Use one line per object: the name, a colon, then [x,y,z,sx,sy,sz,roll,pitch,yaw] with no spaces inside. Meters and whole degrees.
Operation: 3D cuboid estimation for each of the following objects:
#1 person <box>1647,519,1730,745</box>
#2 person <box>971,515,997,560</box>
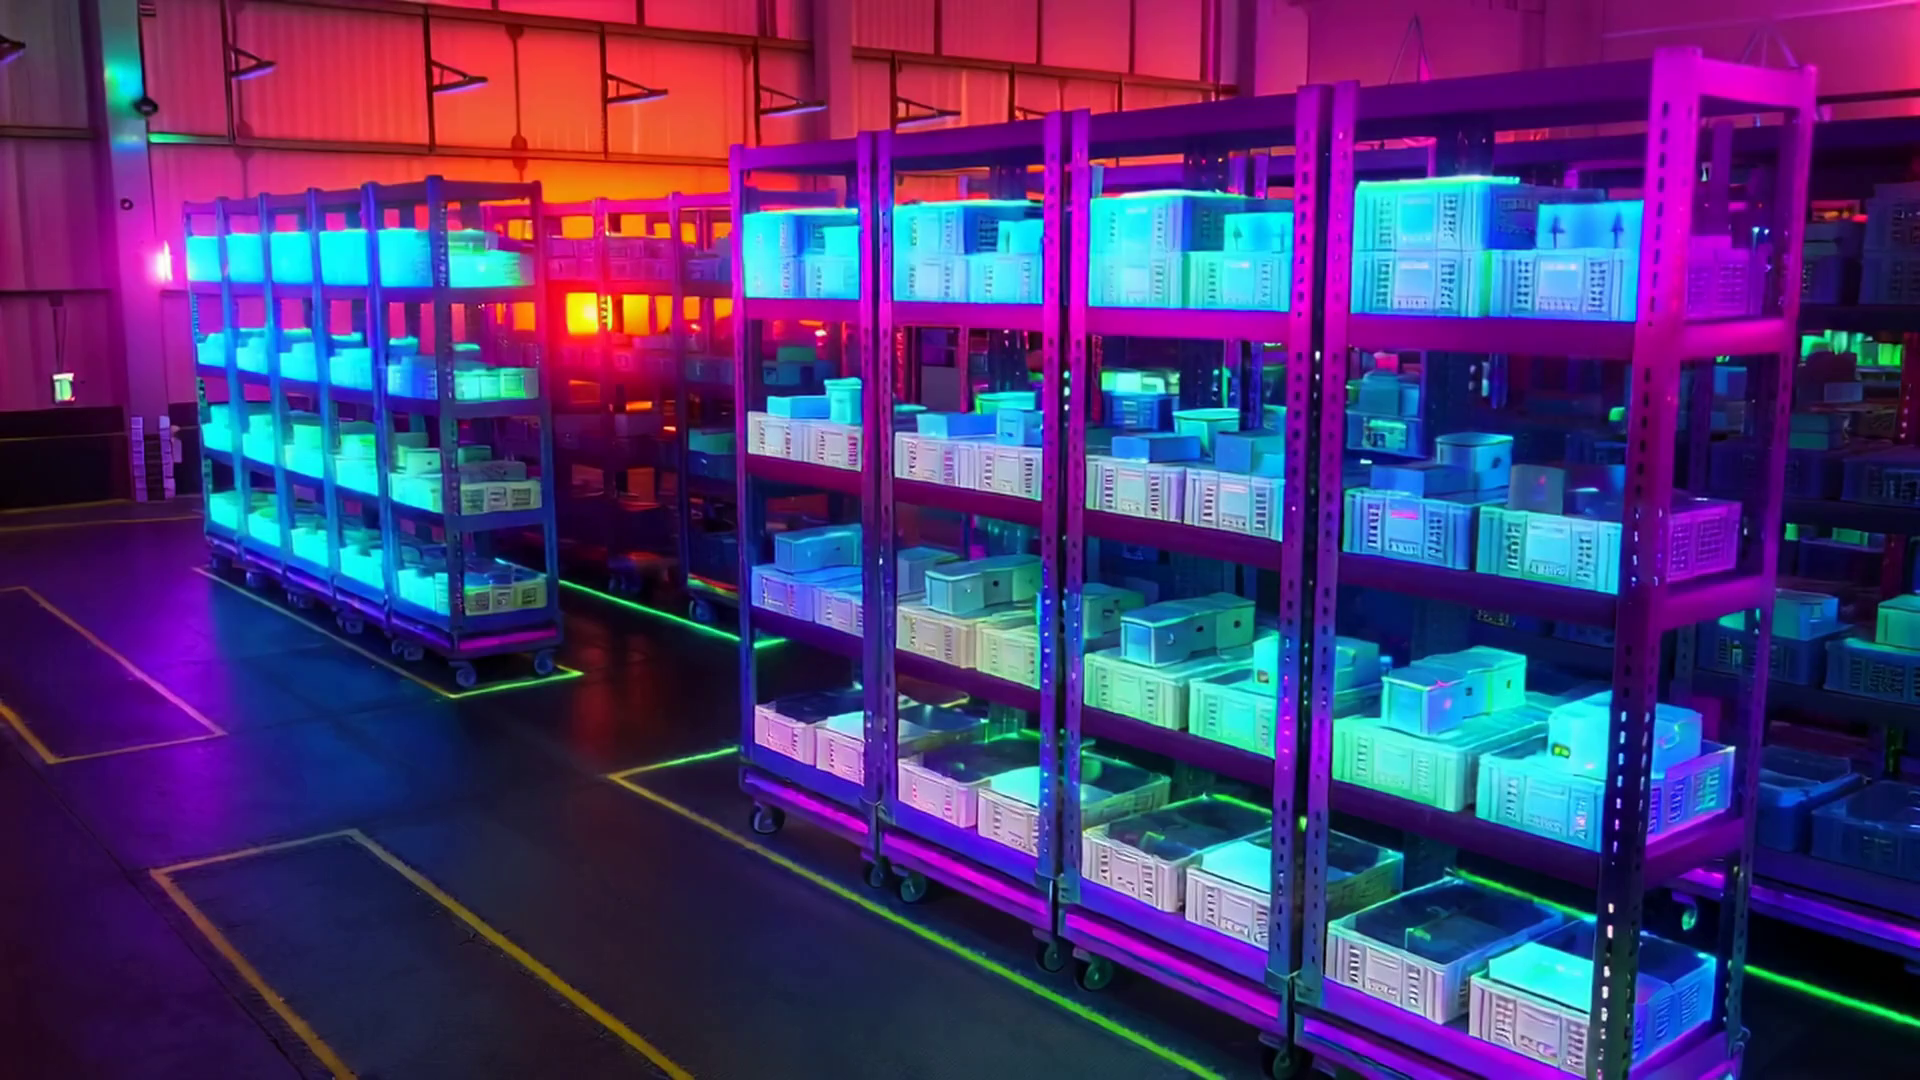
person: [4.014,0.527,9.344,0.612,1.919,0.948,-9,13,-42]
person: [0.273,-0.205,14.107,0.915,1.792,0.607,-8,12,-39]
